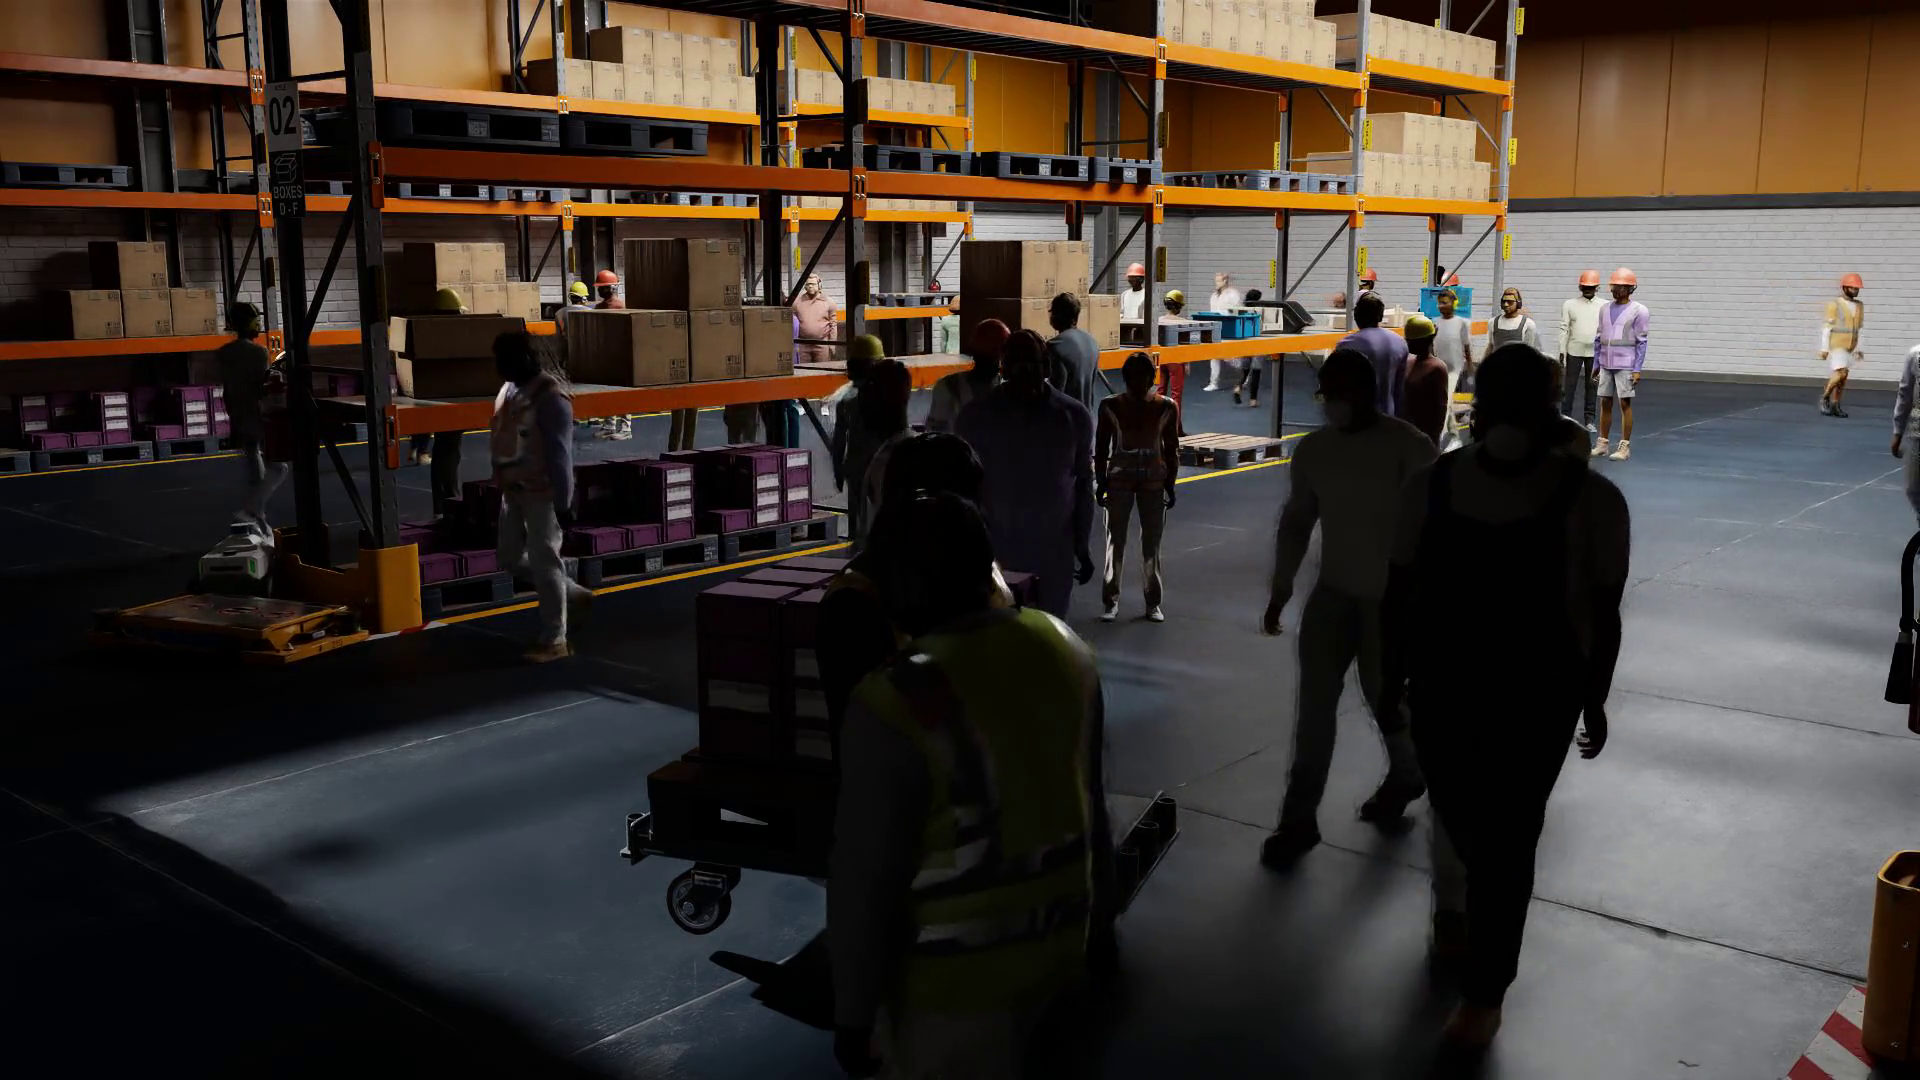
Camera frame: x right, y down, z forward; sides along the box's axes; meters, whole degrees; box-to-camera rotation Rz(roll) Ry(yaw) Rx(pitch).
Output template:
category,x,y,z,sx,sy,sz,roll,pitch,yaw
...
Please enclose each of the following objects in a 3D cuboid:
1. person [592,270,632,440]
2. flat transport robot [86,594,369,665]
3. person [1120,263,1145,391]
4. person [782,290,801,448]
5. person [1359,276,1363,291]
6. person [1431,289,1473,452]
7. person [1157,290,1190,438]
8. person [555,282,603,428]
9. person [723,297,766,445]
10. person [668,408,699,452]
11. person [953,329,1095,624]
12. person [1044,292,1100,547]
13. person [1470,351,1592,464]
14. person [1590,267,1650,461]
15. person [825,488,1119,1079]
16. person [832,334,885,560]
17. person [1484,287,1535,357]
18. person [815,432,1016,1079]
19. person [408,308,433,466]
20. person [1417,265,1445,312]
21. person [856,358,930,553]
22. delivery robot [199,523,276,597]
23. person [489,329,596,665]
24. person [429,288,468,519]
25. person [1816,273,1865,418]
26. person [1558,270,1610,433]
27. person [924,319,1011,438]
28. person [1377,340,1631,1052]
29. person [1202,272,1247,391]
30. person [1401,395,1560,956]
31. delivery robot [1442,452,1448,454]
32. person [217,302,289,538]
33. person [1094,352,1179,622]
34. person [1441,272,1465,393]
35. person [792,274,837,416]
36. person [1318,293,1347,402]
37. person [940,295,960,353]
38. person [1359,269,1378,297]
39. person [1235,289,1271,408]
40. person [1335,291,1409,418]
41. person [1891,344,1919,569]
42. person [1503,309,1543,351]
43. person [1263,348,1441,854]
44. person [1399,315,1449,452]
category,x,y,z,sx,sy,sz,roll,pitch,yaw
person,-4.123,-2.173,19.618,0.622,1.990,0.398,8,13,39
flat transport robot,-4.137,0.484,9.387,1.431,0.197,0.652,4,11,21
person,2.422,-2.798,23.017,0.360,2.047,0.615,-9,14,-43
person,-1.897,-1.758,17.693,0.395,1.837,0.564,5,11,28
person,6.967,-3.765,29.331,0.323,1.768,0.530,2,10,9
person,5.305,-1.830,18.188,0.553,1.814,1.007,10,14,44
person,2.522,-2.081,19.761,0.524,1.760,0.328,9,14,43
person,-4.774,-2.323,20.926,0.602,1.830,0.404,2,10,11
person,-1.805,-1.165,14.302,0.517,1.849,0.649,9,13,41
person,-2.698,-1.421,16.360,0.264,1.631,0.508,6,12,30
person,0.283,0.028,7.329,0.651,1.906,0.403,-1,10,-6
person,0.776,-0.830,12.124,0.357,1.938,0.638,7,12,34
person,2.655,-0.006,7.949,0.598,1.778,0.881,7,12,33
person,6.997,-1.866,17.715,0.370,2.048,0.605,-6,12,-32
person,0.045,0.807,3.176,0.484,1.810,0.662,8,13,40
person,-0.625,-0.453,10.625,0.484,1.713,0.789,6,12,31
person,5.731,-1.716,17.433,0.514,1.845,0.338,6,12,32
person,-0.056,0.665,3.890,0.429,1.843,0.633,6,12,31
person,-5.529,-1.603,17.303,0.564,1.656,0.463,4,11,20
person,8.013,-3.638,28.033,0.611,1.965,0.362,6,12,30
person,-0.182,0.209,6.548,0.957,1.844,0.572,4,11,20
delivery robot,-4.436,0.139,10.274,0.477,0.478,0.707,-2,10,-9
person,-2.292,-0.248,9.147,0.538,1.822,0.688,-8,13,-40
person,-4.180,-1.086,13.610,0.369,1.928,0.586,-8,12,-37
person,11.755,-2.574,22.096,0.541,1.923,0.412,-4,11,-20
person,7.628,-2.294,20.304,0.619,1.990,0.395,2,10,11
person,0.087,-0.291,9.284,0.621,1.859,0.988,-4,11,-21
person,1.608,0.373,4.986,0.685,2.000,0.994,6,12,33
person,4.205,-3.292,26.288,0.673,1.893,0.647,-6,12,-32
person,1.725,0.402,5.342,0.598,1.852,0.846,1,10,5
delivery robot,4.063,-0.491,13.866,0.477,0.478,0.707,1,10,7
person,-5.381,-0.874,12.624,0.546,1.847,0.447,4,11,22
person,1.065,-0.318,10.059,0.514,1.641,0.307,0,10,2
person,6.695,-2.697,22.789,0.545,1.932,0.386,9,13,41
person,-1.975,-2.616,22.386,0.638,1.909,0.408,1,10,3
person,5.590,-2.821,24.432,0.857,1.592,0.558,-8,13,-38
person,-0.026,-2.420,22.043,0.499,1.634,0.285,5,11,27
person,6.212,-3.173,25.467,0.358,1.938,0.548,-7,12,-35
person,4.123,-2.700,23.496,0.540,1.683,0.419,6,12,32
person,3.003,-0.864,12.313,0.627,1.940,0.371,-5,11,-24
person,6.960,-0.756,11.779,0.627,1.922,0.592,10,14,44
person,6.450,-1.885,19.110,0.553,1.590,0.665,6,12,32
person,1.495,0.223,6.307,0.837,1.910,0.677,-9,14,-42
person,3.429,-0.800,12.473,0.332,1.759,0.523,-4,11,-20
